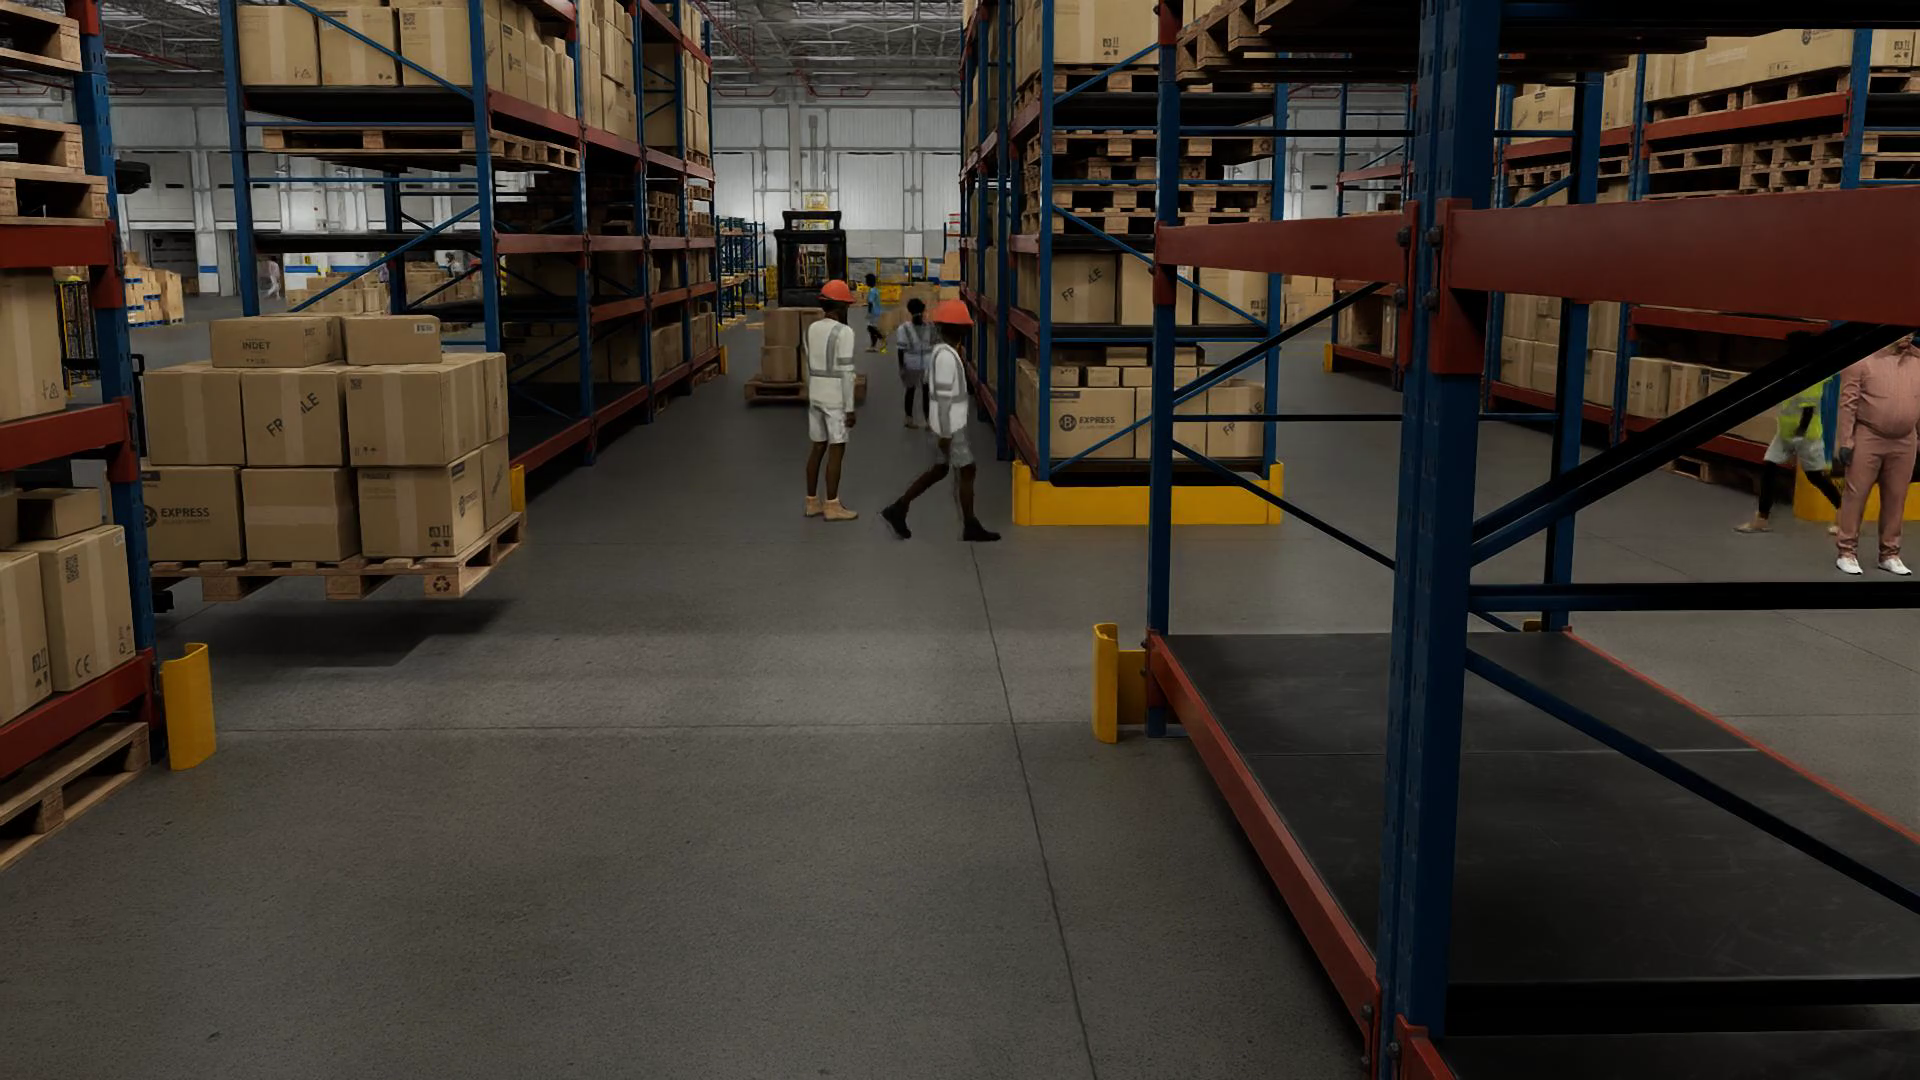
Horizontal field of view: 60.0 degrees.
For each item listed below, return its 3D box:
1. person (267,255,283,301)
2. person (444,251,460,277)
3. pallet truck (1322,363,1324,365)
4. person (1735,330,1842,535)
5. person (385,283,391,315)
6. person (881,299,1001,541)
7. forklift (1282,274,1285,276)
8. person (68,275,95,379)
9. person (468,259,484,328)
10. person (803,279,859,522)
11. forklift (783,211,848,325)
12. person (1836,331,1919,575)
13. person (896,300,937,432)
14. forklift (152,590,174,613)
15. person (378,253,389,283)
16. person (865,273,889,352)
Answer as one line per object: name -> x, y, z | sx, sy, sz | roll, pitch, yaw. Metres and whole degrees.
person -> -27.272, -10.419, 66.090 | 0.578, 1.828, 0.645 | -10, 14, -43
person -> -17.373, -8.847, 56.743 | 0.690, 2.000, 0.587 | 8, 13, 38
pallet truck -> 7.712, -4.157, 30.737 | 1.885, 1.965, 0.823 | 3, 11, 16
person -> 6.758, -0.852, 13.279 | 0.862, 1.655, 0.522 | -1, 10, -3
person -> -10.267, -3.897, 30.381 | 0.835, 1.605, 0.505 | 1, 10, 3
person -> -0.159, -0.920, 12.983 | 0.886, 1.909, 0.555 | -1, 10, -4
forklift -> 11.862, -10.074, 61.240 | 1.873, 2.768, 1.129 | -1, 10, -5
person -> -15.069, -3.634, 28.466 | 0.524, 1.770, 0.315 | 9, 14, 42
person -> -12.983, -6.638, 44.942 | 1.069, 1.862, 0.552 | 3, 11, 18
person -> -1.075, -1.181, 14.072 | 0.413, 2.035, 0.620 | -9, 13, -40
forklift -> -2.340, -3.860, 26.622 | 1.129, 2.768, 1.873 | 0, 10, -2
person -> 6.522, -0.692, 11.723 | 0.643, 1.900, 0.399 | 0, 10, 2
person -> -0.519, -2.161, 20.615 | 0.585, 1.632, 0.875 | -4, 11, -20
forklift -> -5.858, -0.811, 9.639 | 1.873, 2.768, 1.129 | -1, 10, -3
person -> -21.573, -9.780, 62.303 | 0.396, 1.919, 0.582 | 1, 10, 3
person -> -1.788, -4.788, 35.117 | 0.459, 1.677, 0.563 | 1, 10, 3
